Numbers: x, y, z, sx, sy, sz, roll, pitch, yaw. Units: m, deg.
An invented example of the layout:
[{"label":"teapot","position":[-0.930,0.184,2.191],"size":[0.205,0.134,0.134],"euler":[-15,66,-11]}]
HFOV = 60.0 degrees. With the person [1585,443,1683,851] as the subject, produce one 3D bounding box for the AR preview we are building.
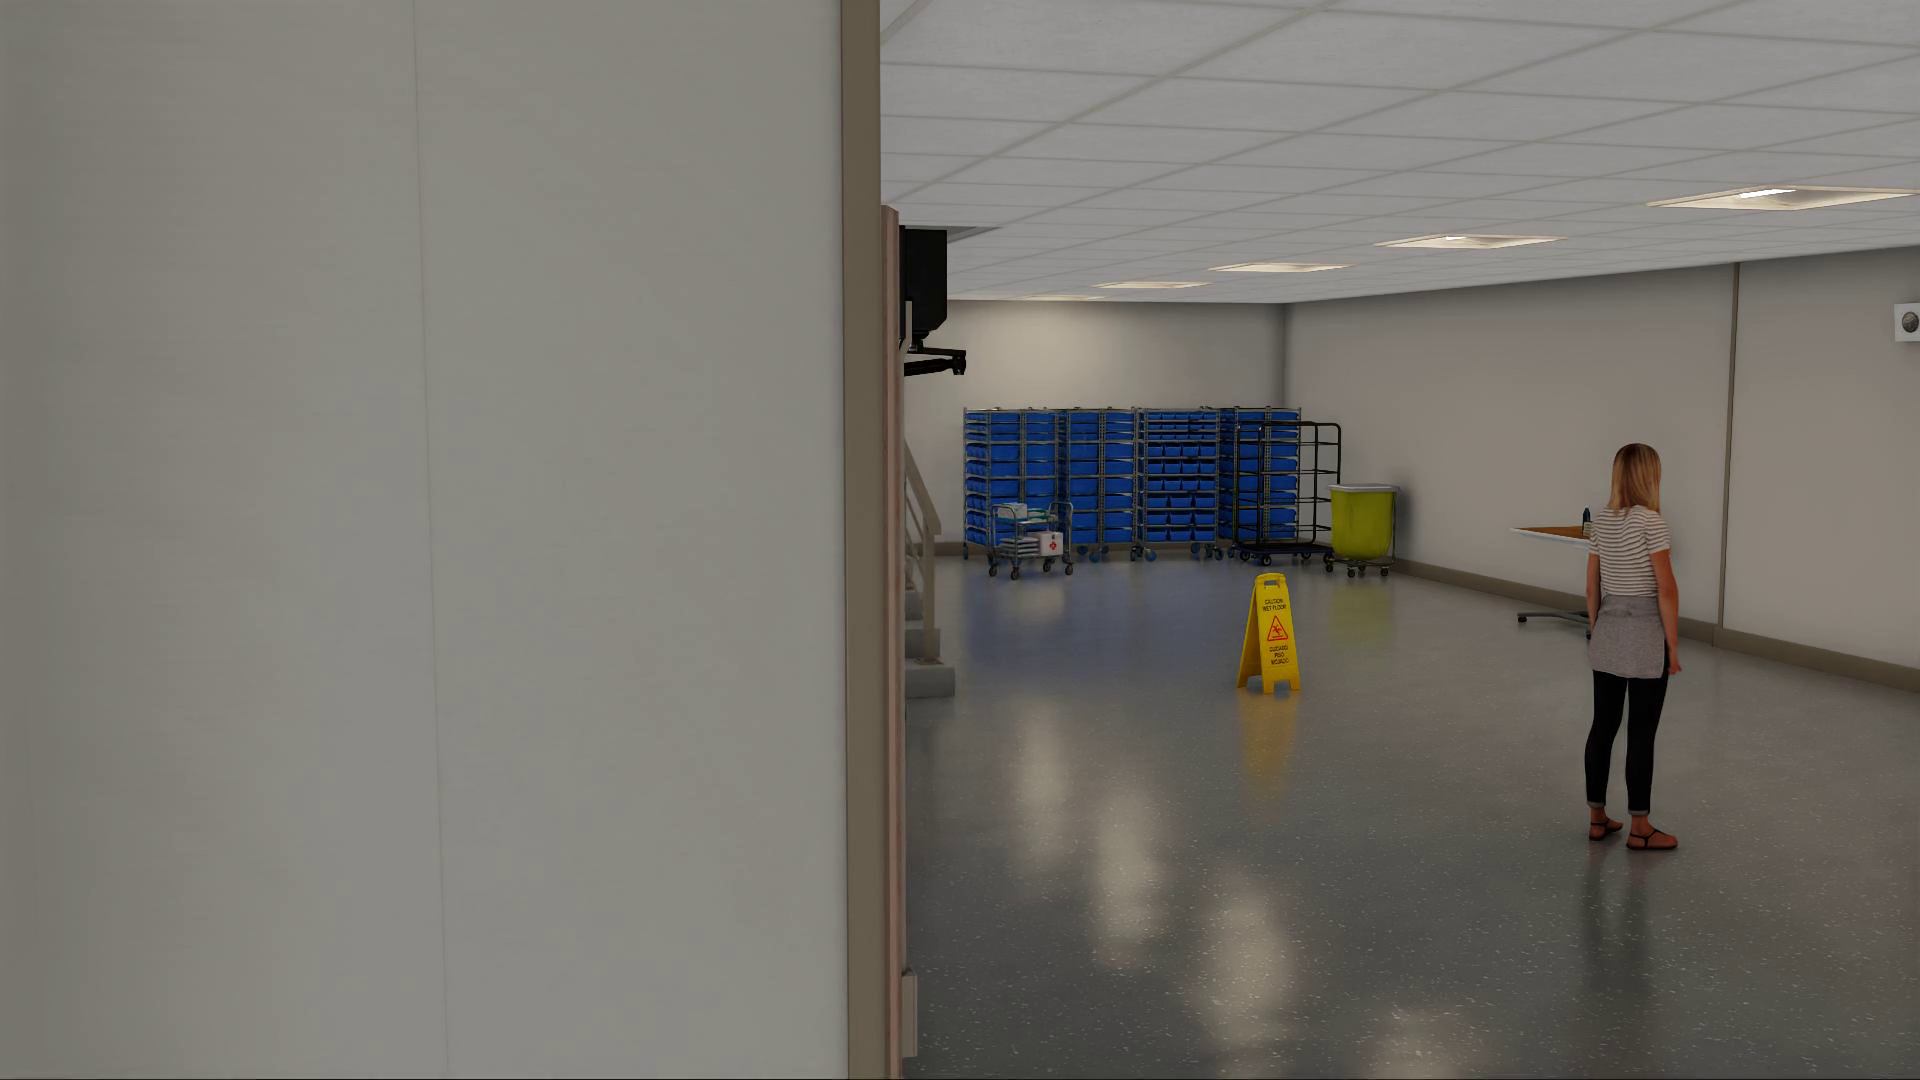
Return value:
[{"label":"person","position":[3.031,0.473,7.537],"size":[0.709,1.827,0.561],"euler":[-4,7,-32]}]
